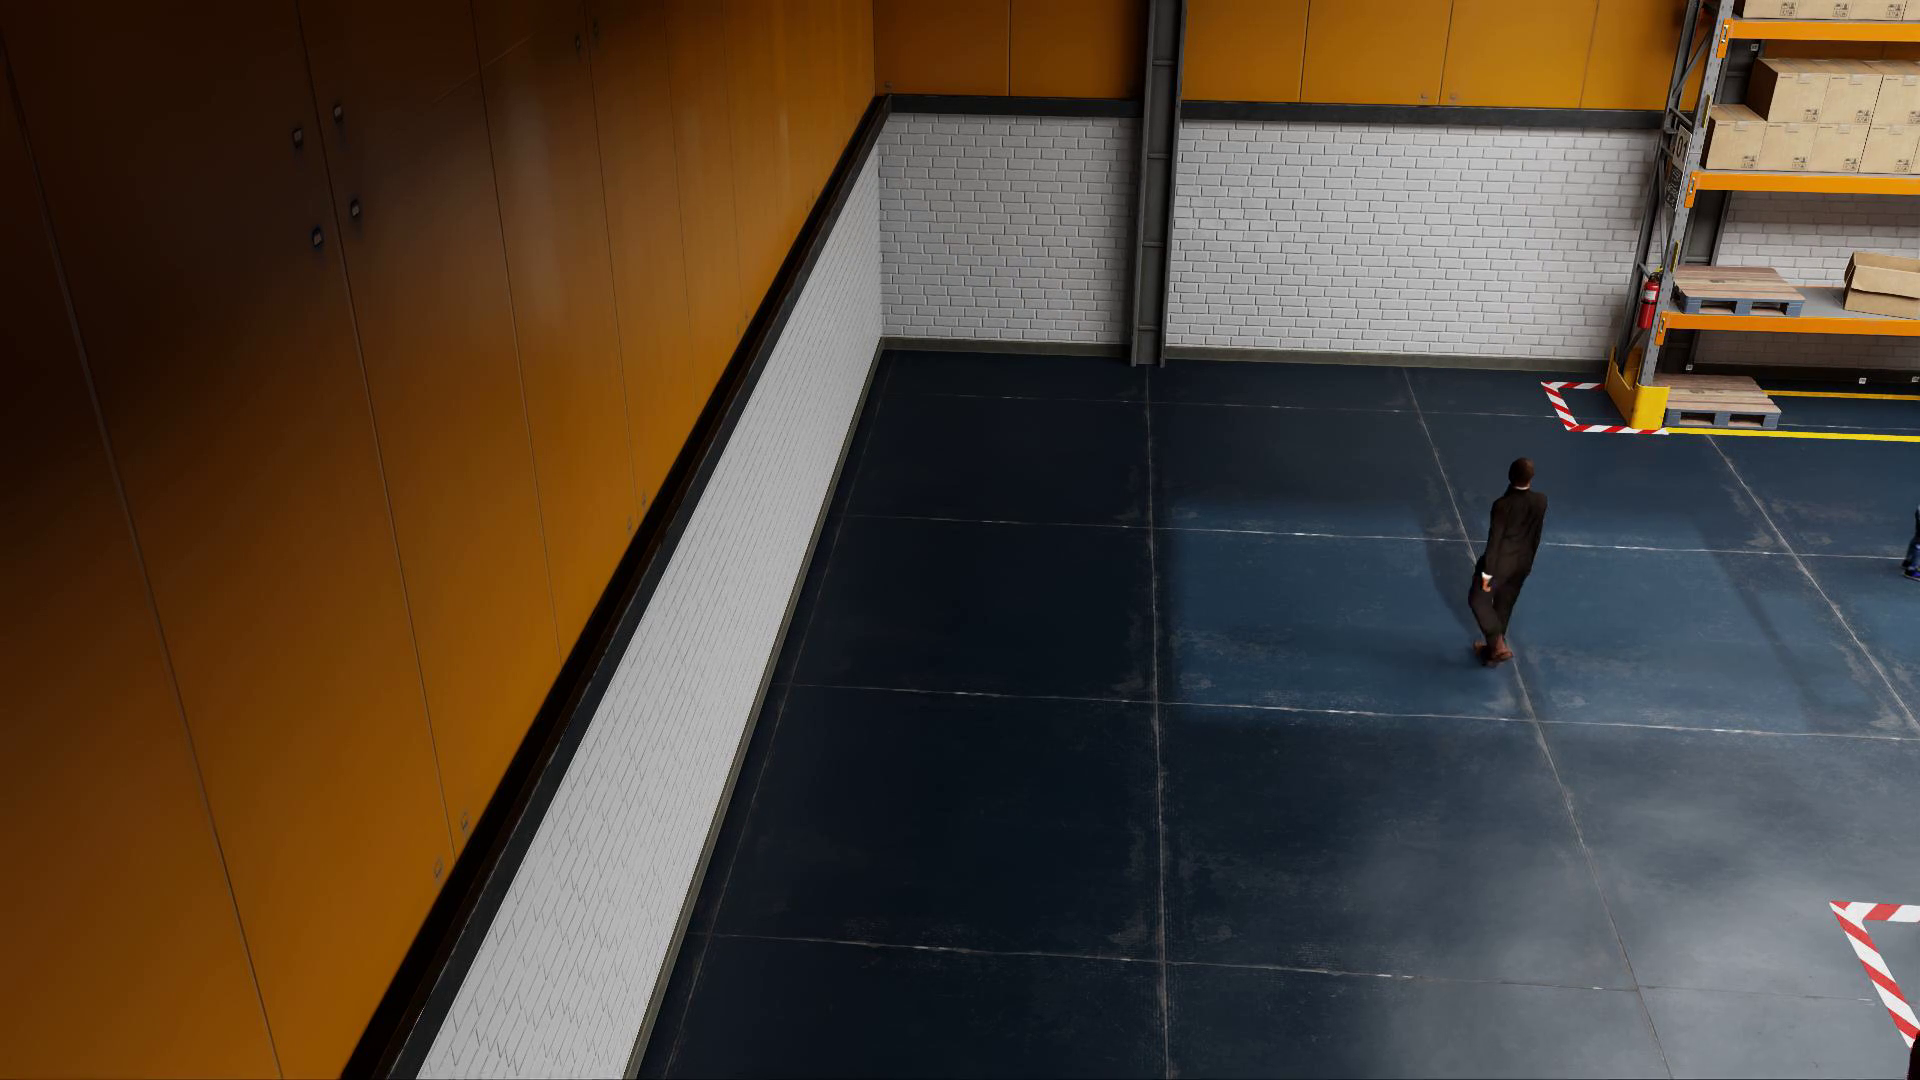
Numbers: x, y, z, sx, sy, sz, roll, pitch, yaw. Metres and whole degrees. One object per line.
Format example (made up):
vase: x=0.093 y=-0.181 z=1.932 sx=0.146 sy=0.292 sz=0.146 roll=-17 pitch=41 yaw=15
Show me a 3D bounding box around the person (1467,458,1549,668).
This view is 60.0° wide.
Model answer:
person: x=4.453 y=0.239 z=13.429 sx=0.912 sy=1.890 sz=0.914 roll=-7 pitch=29 yaw=-13
